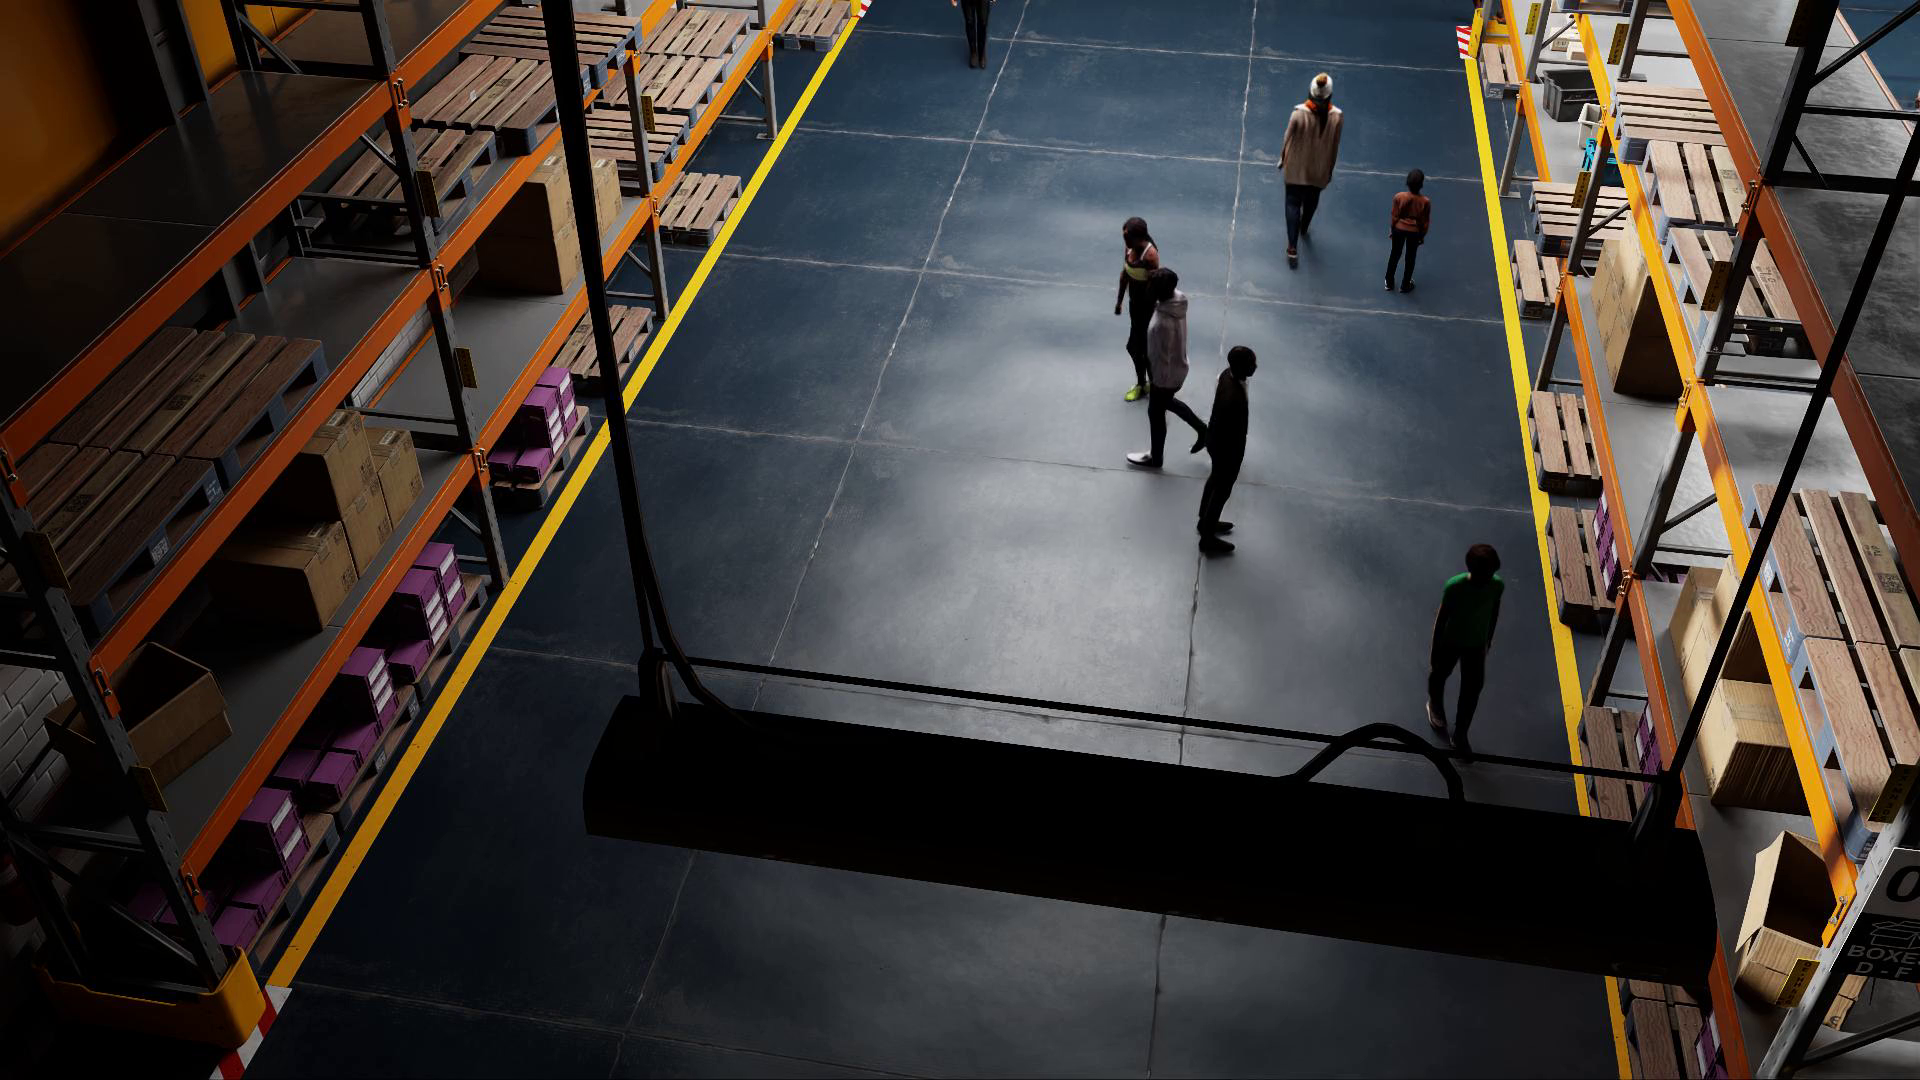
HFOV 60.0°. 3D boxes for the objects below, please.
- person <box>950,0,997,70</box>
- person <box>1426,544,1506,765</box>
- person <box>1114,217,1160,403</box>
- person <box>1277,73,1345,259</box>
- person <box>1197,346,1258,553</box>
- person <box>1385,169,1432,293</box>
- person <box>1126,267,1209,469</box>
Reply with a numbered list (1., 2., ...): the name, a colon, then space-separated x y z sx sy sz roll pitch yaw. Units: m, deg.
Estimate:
1. person: 0.185 -6.665 20.047 0.753 1.872 0.667 2 39 2
2. person: 3.329 0.615 11.125 0.714 1.631 0.938 -1 39 -1
3. person: 1.660 -2.035 14.372 0.814 1.720 0.753 -22 43 -25
4. person: 3.394 -3.643 16.275 0.786 1.857 1.170 3 39 3
5. person: 2.013 -0.706 12.644 0.741 1.798 0.525 1 39 1
6. person: 4.275 -2.960 15.902 0.563 1.255 0.541 15 41 18
7. person: 1.765 -1.339 13.355 0.760 1.901 0.902 9 40 11
